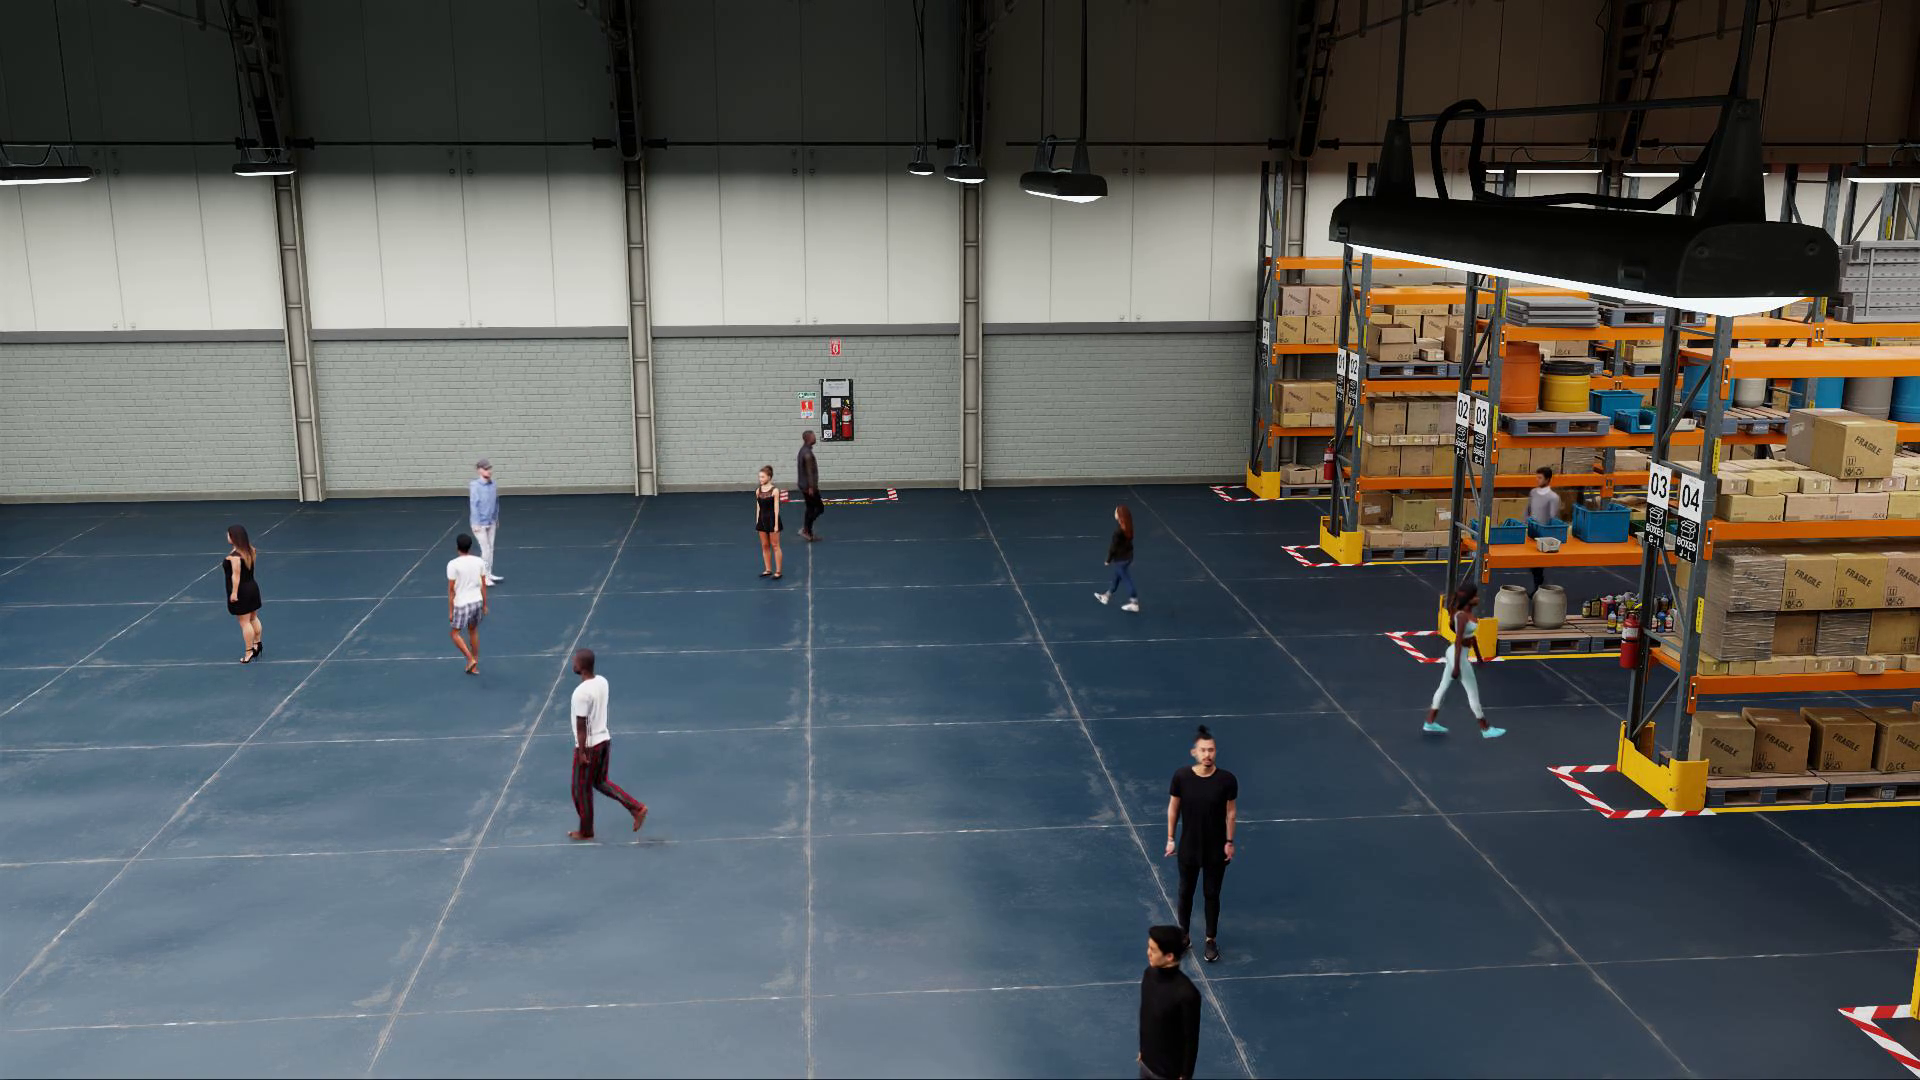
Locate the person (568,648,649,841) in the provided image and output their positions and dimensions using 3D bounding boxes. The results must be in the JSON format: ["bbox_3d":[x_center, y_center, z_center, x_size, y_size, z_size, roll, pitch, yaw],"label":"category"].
[{"bbox_3d":[-3.228,1.866,14.972,1.091,1.816,0.894,4,14,17],"label":"person"}]

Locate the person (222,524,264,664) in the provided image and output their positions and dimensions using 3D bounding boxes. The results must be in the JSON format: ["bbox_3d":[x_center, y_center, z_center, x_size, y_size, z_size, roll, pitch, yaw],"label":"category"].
[{"bbox_3d":[-8.793,0.650,20.443,0.631,1.718,0.688,1,13,3],"label":"person"}]

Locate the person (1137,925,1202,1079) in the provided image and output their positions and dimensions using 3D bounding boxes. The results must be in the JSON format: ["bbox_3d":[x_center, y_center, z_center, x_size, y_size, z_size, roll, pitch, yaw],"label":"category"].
[{"bbox_3d":[1.232,3.084,9.924,0.684,1.722,0.717,-7,15,-28],"label":"person"}]

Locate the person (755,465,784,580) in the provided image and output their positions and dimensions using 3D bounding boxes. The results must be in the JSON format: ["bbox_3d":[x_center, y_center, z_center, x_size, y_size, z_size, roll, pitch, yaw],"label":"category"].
[{"bbox_3d":[-2.804,-0.268,24.488,0.672,1.680,0.751,8,15,31],"label":"person"}]

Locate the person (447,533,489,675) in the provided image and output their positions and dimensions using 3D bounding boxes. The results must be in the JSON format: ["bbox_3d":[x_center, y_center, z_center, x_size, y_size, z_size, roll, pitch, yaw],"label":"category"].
[{"bbox_3d":[-5.839,0.802,19.794,0.820,1.714,0.885,-11,17,-40],"label":"person"}]

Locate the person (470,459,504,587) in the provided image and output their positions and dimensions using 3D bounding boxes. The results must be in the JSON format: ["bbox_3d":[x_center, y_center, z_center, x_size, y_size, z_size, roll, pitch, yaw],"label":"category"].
[{"bbox_3d":[-6.901,-0.266,24.064,0.869,1.867,0.817,7,15,28],"label":"person"}]

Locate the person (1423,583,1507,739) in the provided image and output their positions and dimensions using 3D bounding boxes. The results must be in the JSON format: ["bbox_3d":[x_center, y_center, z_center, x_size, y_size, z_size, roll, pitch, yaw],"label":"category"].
[{"bbox_3d":[5.244,1.294,17.741,1.154,1.681,0.906,5,14,20],"label":"person"}]

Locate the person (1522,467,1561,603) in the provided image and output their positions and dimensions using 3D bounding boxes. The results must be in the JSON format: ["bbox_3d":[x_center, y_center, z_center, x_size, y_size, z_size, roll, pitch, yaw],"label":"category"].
[{"bbox_3d":[8.155,-0.076,23.151,0.685,1.910,0.767,-3,13,-12],"label":"person"}]

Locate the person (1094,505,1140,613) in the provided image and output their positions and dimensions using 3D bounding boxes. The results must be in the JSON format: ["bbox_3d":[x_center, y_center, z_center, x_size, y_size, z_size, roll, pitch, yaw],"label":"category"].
[{"bbox_3d":[2.287,0.280,22.644,1.017,1.446,0.858,6,14,26],"label":"person"}]

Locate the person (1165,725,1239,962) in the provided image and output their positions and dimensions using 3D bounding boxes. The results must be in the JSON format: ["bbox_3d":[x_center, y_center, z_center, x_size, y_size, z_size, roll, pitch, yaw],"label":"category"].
[{"bbox_3d":[1.872,2.333,12.875,0.667,1.853,0.825,4,14,17],"label":"person"}]

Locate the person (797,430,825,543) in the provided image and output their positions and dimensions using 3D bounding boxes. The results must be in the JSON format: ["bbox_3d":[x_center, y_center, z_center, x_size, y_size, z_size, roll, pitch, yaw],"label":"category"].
[{"bbox_3d":[-2.485,-0.846,26.656,0.722,1.828,0.770,-3,13,-13],"label":"person"}]
